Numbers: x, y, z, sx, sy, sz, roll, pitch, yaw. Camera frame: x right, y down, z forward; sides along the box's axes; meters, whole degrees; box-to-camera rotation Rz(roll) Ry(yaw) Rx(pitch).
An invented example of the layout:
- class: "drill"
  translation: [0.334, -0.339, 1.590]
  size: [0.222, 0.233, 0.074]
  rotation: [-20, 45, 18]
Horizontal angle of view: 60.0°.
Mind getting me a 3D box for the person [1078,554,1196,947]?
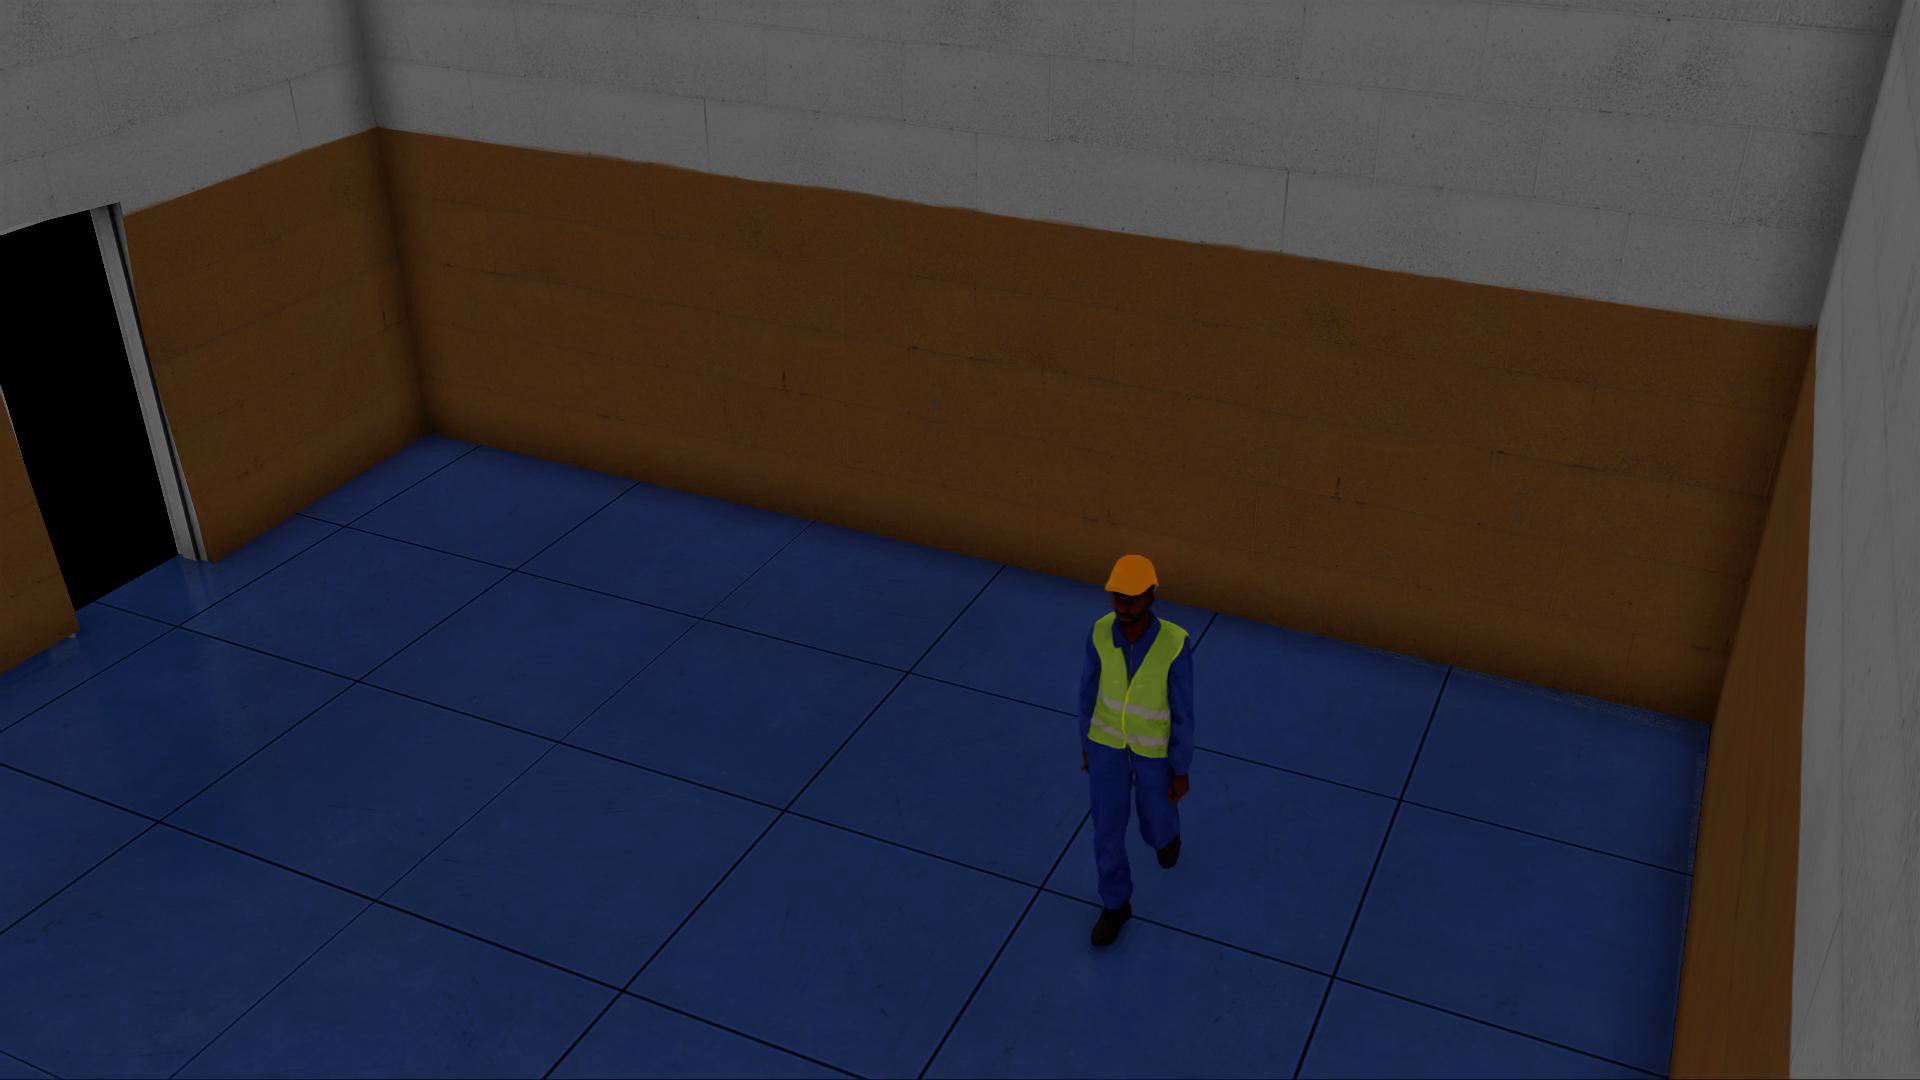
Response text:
- class: "person"
  translation: [0.774, 0.832, 6.983]
  size: [0.883, 1.795, 0.735]
  rotation: [11, 31, 20]
